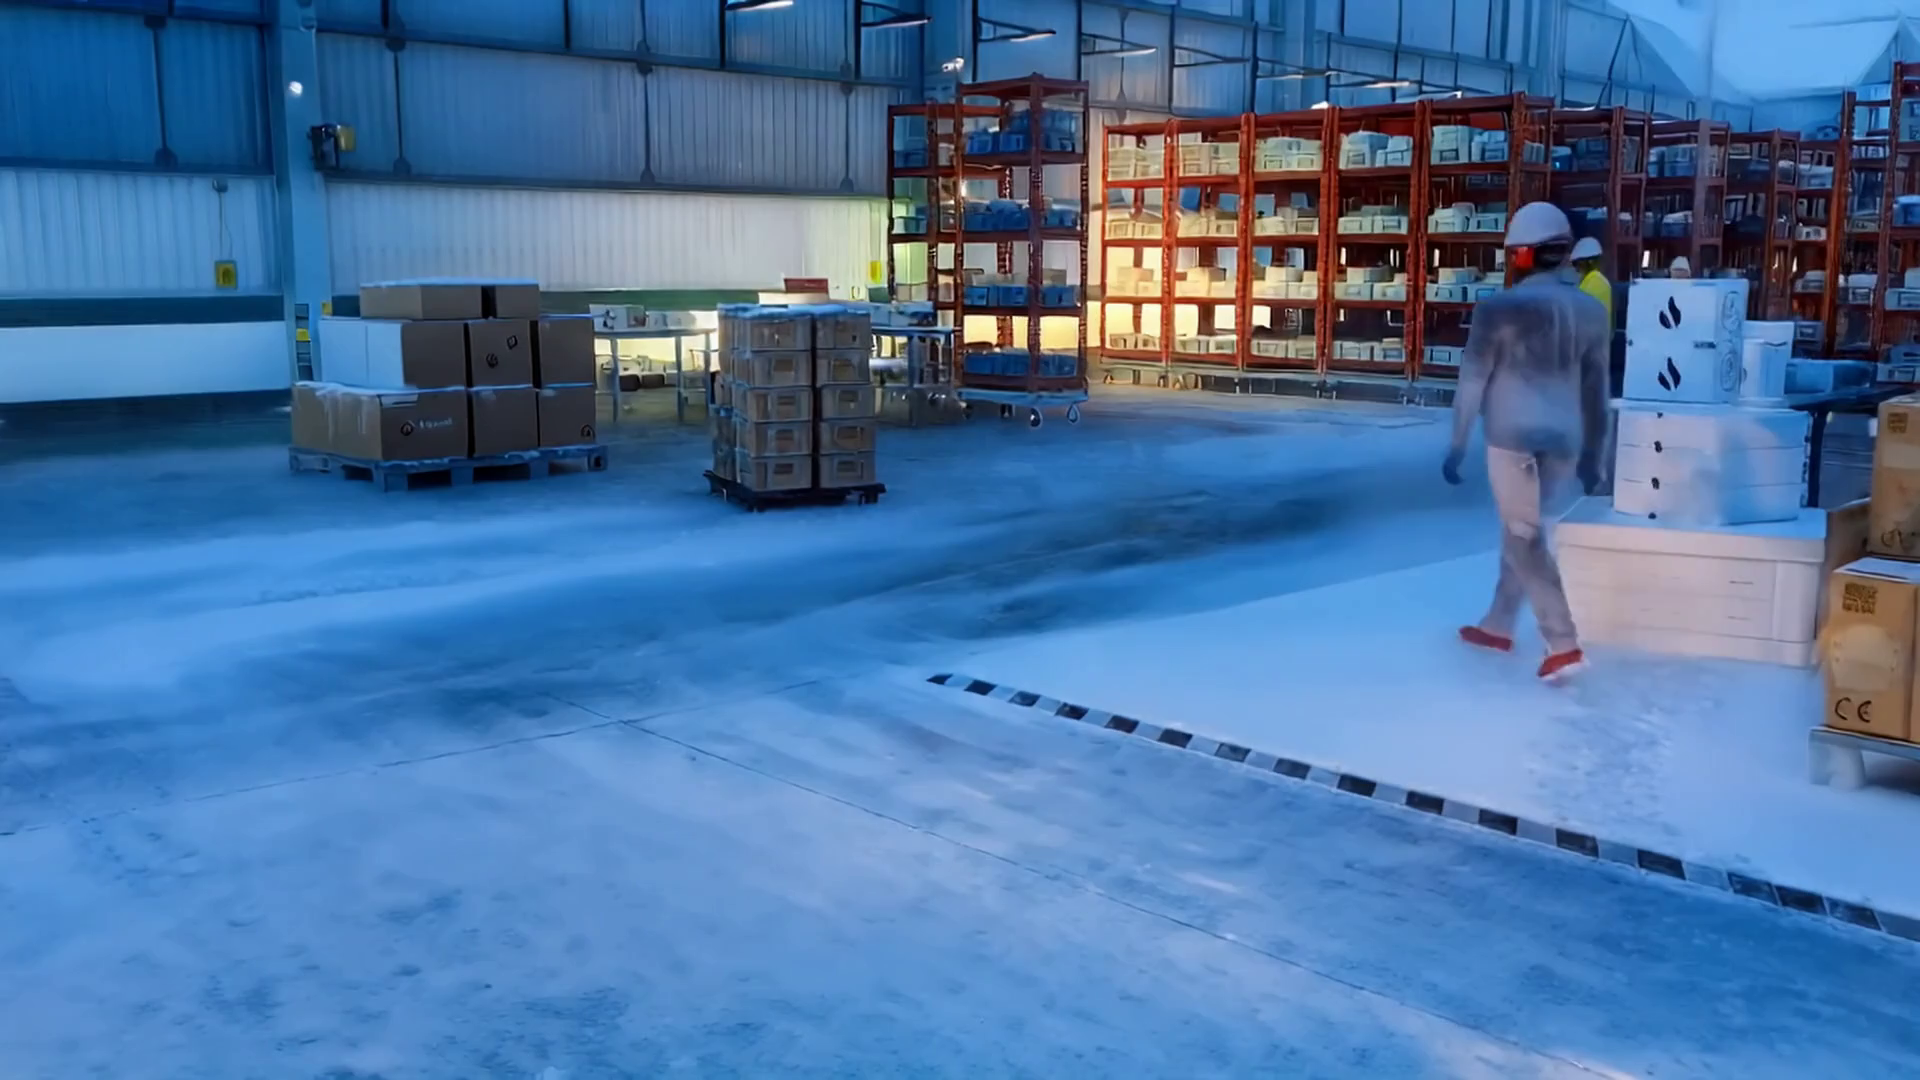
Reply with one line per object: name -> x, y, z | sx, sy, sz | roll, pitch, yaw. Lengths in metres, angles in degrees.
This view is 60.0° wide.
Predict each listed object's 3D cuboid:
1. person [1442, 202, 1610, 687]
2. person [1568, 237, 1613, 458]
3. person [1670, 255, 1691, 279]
person -> 2.359, -0.399, 6.829 | 0.617, 1.959, 1.009 | -3, 10, -17
person -> 5.545, -1.667, 14.506 | 0.628, 1.930, 0.613 | 0, 9, 2
person -> 9.066, -2.691, 21.010 | 0.799, 1.811, 0.584 | -8, 13, -41
